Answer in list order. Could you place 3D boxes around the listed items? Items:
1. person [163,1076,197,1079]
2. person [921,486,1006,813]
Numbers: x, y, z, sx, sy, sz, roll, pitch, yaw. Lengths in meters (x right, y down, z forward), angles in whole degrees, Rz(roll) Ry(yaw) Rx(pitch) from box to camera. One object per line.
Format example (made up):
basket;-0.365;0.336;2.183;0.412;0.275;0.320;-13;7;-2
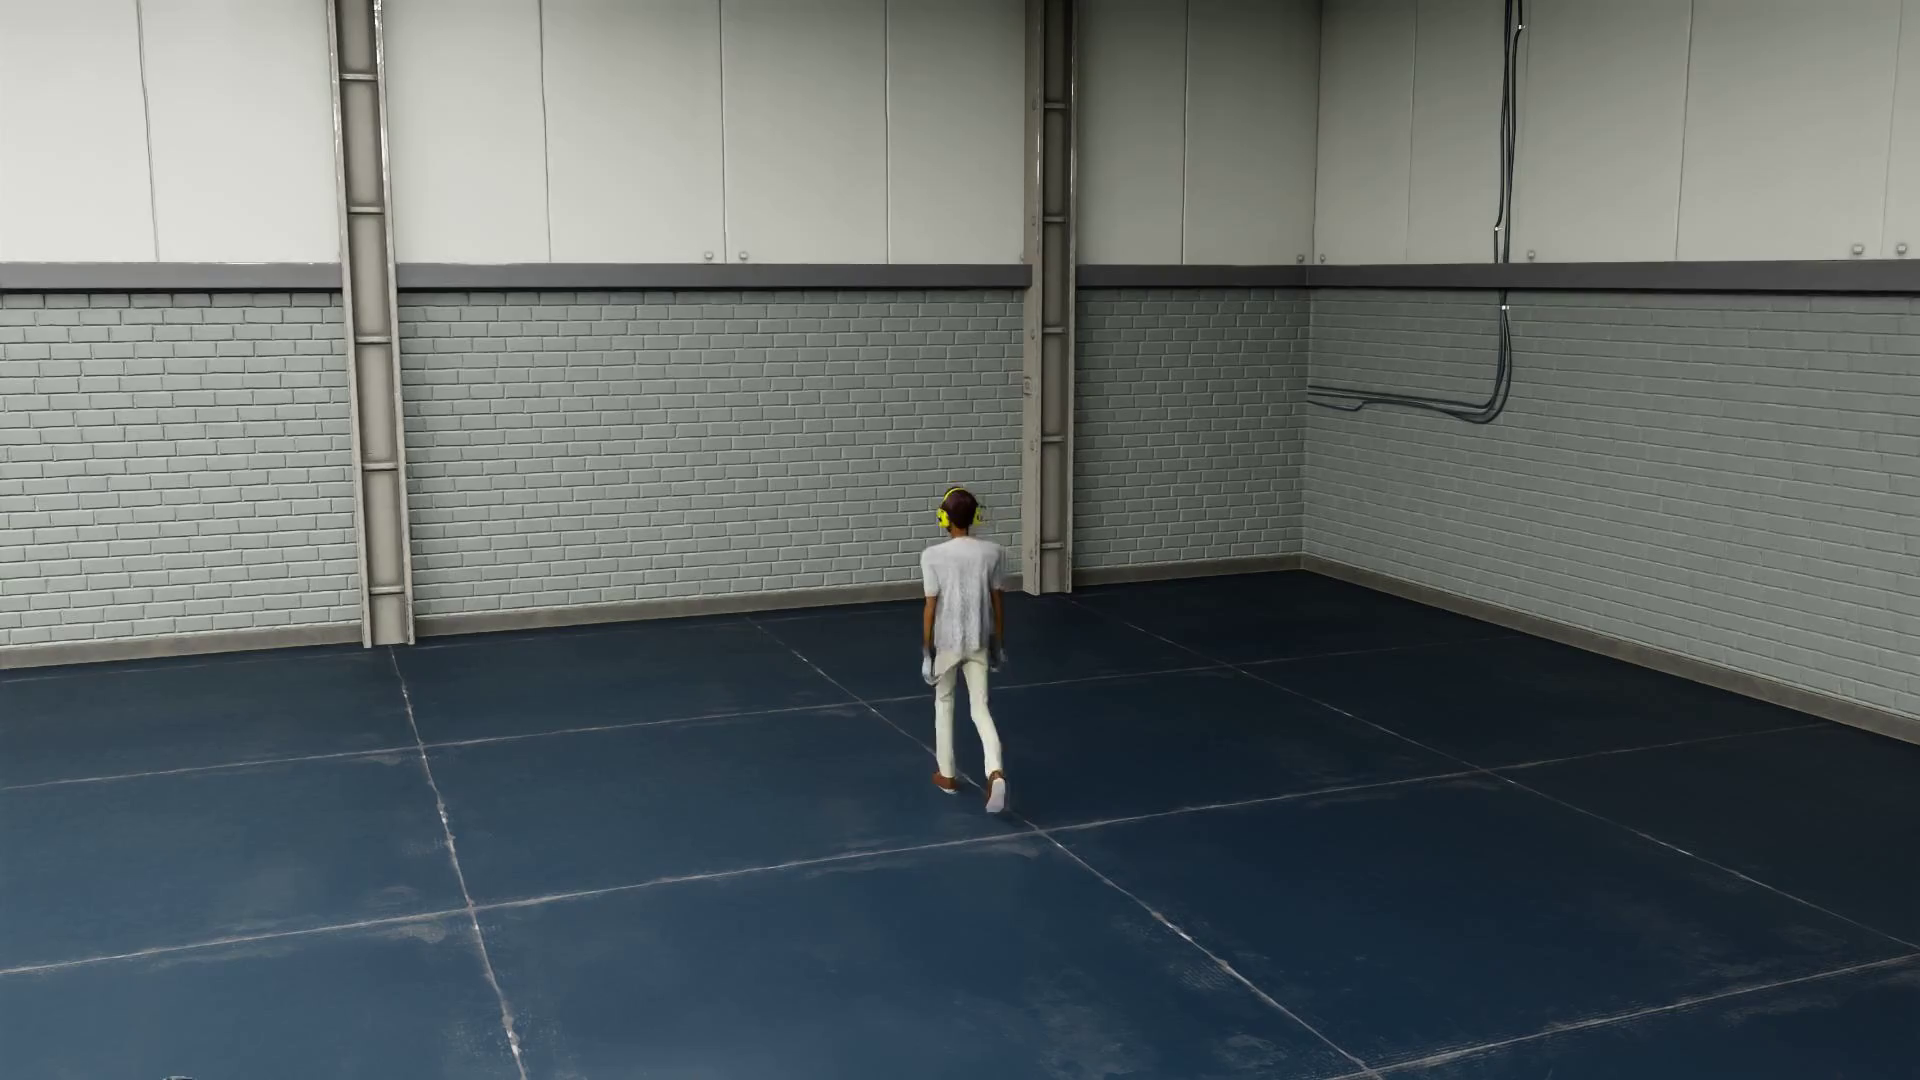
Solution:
person;-1.009;1.704;2.425;0.876;1.914;0.630;1;9;6
person;0.033;0.613;9.497;0.528;1.839;0.844;-3;9;-16
